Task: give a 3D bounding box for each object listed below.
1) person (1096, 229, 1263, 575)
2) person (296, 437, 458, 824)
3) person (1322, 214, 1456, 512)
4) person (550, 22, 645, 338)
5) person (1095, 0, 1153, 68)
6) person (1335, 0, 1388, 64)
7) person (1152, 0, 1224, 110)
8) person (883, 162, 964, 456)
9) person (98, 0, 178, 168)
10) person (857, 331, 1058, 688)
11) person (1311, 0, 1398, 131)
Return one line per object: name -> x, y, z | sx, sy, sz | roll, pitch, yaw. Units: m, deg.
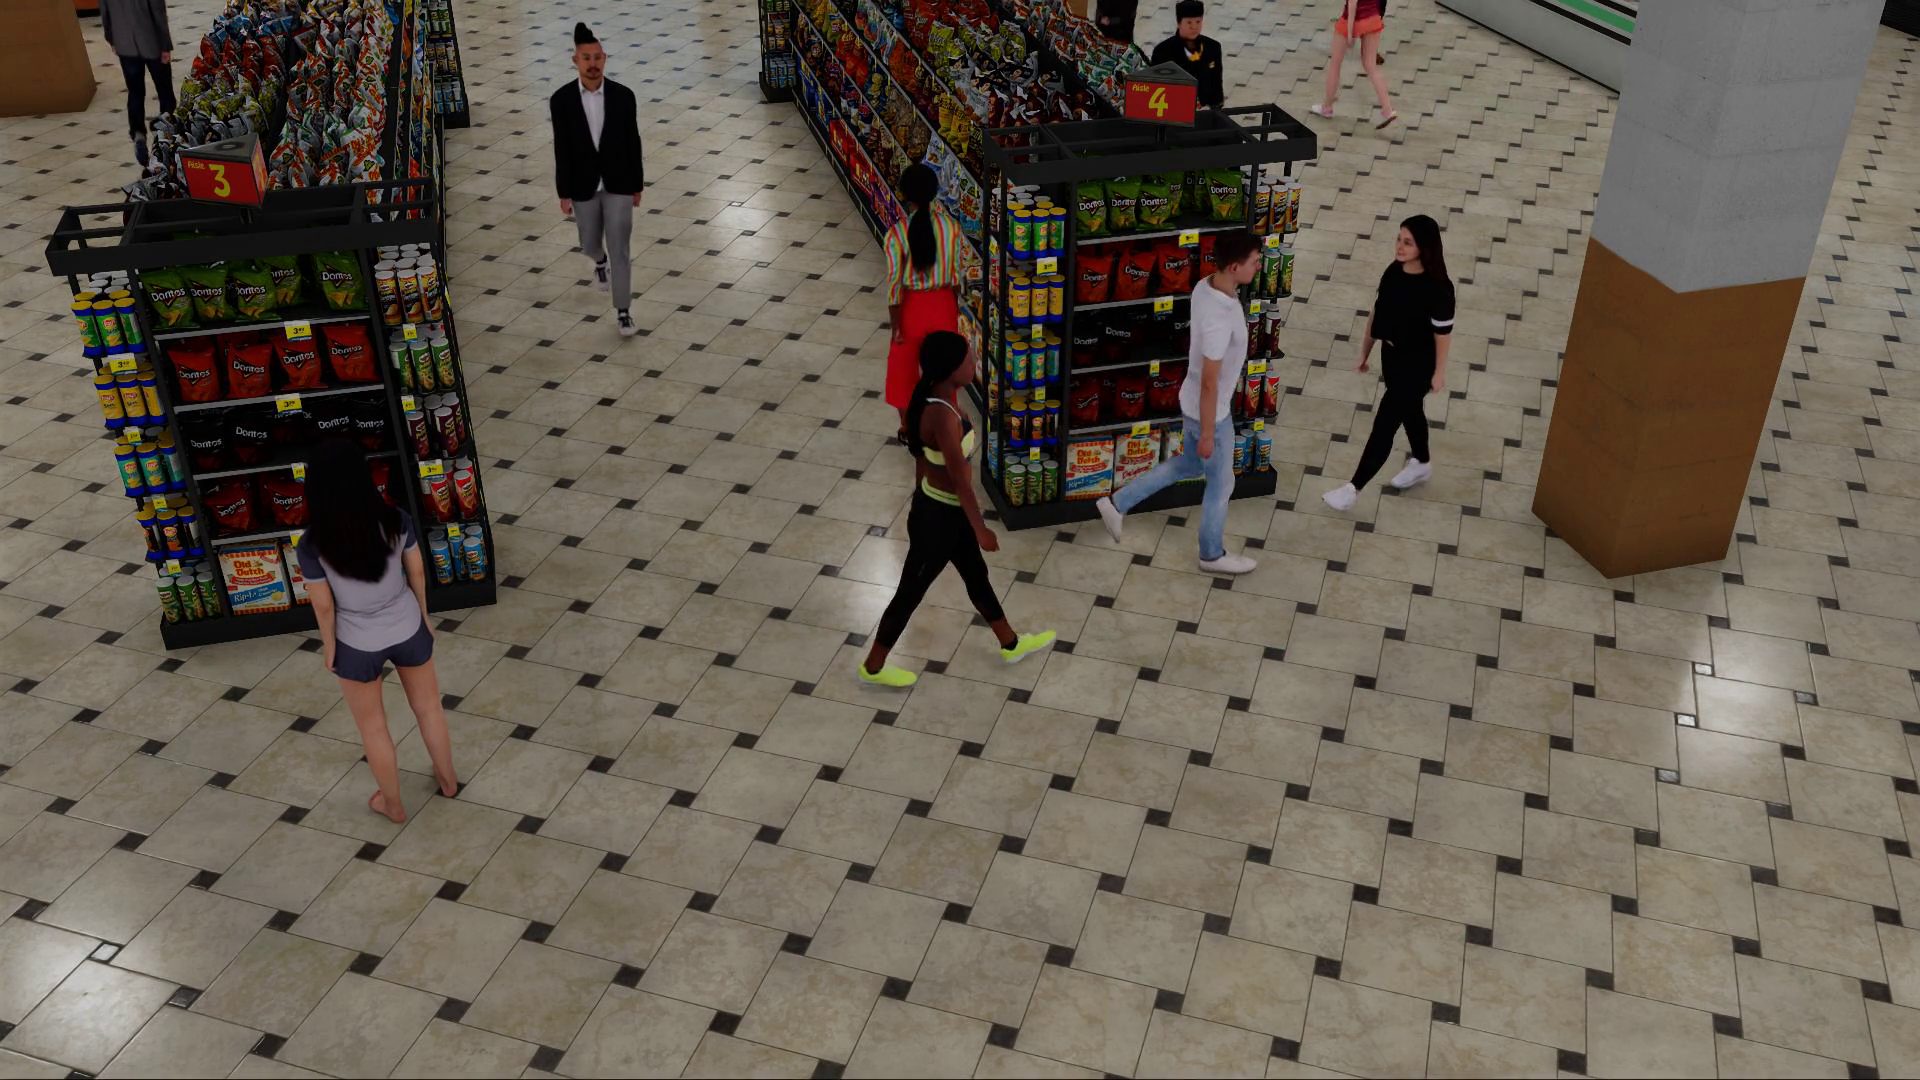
person -> 1.092, -0.625, 7.954 | 0.941, 1.833, 1.077 | -2, 32, -3
person -> -2.274, 0.365, 6.484 | 0.665, 1.706, 0.649 | -21, 38, -30
person -> 2.384, -0.924, 8.660 | 0.877, 1.595, 1.090 | -18, 36, -27
person -> -2.292, -2.303, 10.559 | 0.772, 1.929, 1.113 | -6, 32, -9
person -> 1.438, -4.607, 14.366 | 1.179, 1.820, 1.045 | 25, 40, 35
person -> 3.907, -5.473, 15.778 | 0.802, 1.800, 0.895 | -15, 35, -22
person -> 1.618, -3.062, 12.049 | 0.714, 1.645, 1.018 | -7, 33, -11
person -> -0.154, -1.058, 8.713 | 0.624, 1.767, 0.899 | -5, 32, -8
person -> -6.508, -3.882, 13.179 | 0.771, 1.843, 1.095 | -5, 32, -8
person -> -0.182, -0.051, 7.155 | 0.776, 1.702, 1.121 | -2, 32, -4
person -> 3.427, -4.310, 13.984 | 0.710, 1.719, 1.175 | -14, 35, -21
